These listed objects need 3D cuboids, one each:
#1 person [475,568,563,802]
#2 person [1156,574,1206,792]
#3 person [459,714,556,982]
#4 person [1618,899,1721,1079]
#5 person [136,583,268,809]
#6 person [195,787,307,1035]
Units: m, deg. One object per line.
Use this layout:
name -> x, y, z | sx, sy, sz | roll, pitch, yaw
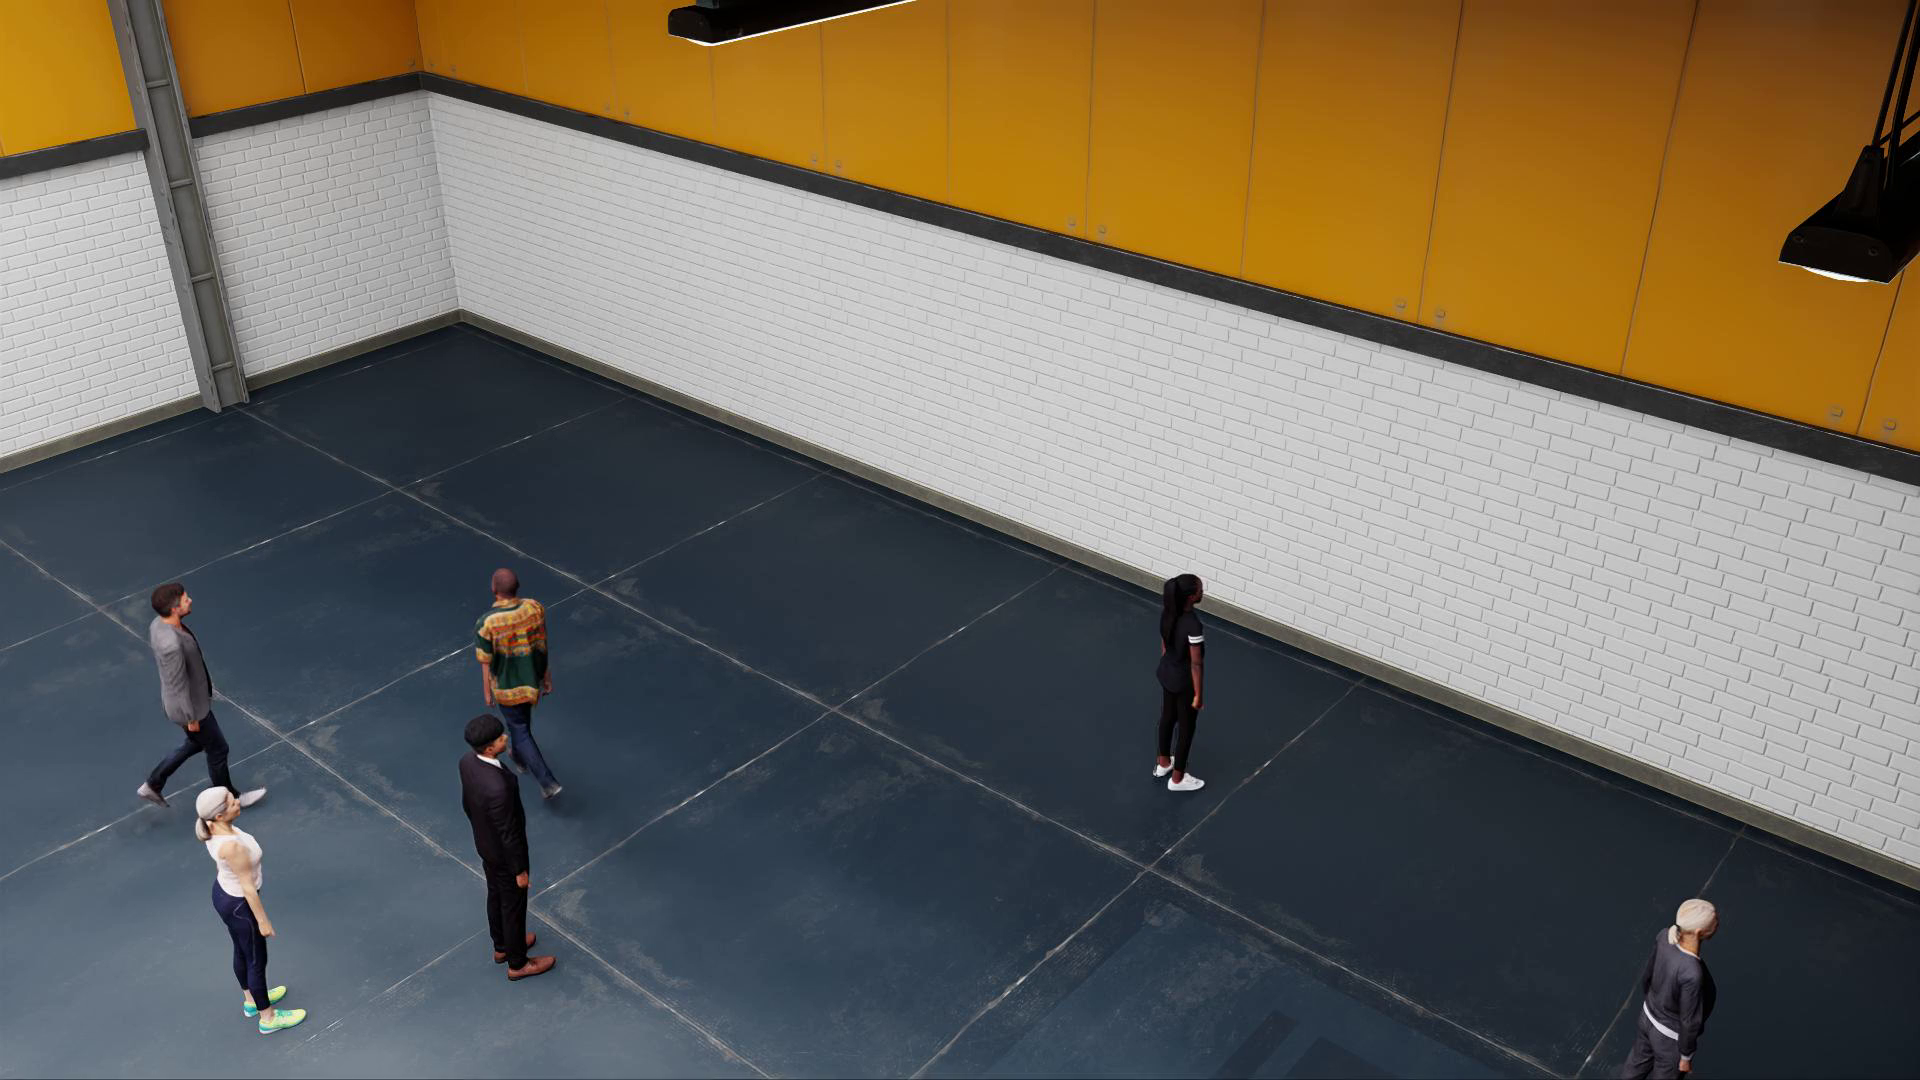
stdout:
person -> -3.116, 1.052, 11.821 | 1.123, 1.775, 0.857 | -23, 36, -35
person -> 1.584, 1.005, 11.954 | 0.717, 1.730, 0.708 | -12, 31, -21
person -> -2.828, 1.872, 10.206 | 0.620, 1.882, 0.744 | -21, 35, -33
person -> 3.828, 2.622, 8.994 | 0.735, 1.726, 0.681 | -3, 29, -5
person -> -5.432, 1.164, 11.535 | 1.125, 1.852, 0.883 | -17, 33, -29
person -> -4.263, 2.173, 9.843 | 0.577, 1.702, 0.628 | -23, 36, -35
